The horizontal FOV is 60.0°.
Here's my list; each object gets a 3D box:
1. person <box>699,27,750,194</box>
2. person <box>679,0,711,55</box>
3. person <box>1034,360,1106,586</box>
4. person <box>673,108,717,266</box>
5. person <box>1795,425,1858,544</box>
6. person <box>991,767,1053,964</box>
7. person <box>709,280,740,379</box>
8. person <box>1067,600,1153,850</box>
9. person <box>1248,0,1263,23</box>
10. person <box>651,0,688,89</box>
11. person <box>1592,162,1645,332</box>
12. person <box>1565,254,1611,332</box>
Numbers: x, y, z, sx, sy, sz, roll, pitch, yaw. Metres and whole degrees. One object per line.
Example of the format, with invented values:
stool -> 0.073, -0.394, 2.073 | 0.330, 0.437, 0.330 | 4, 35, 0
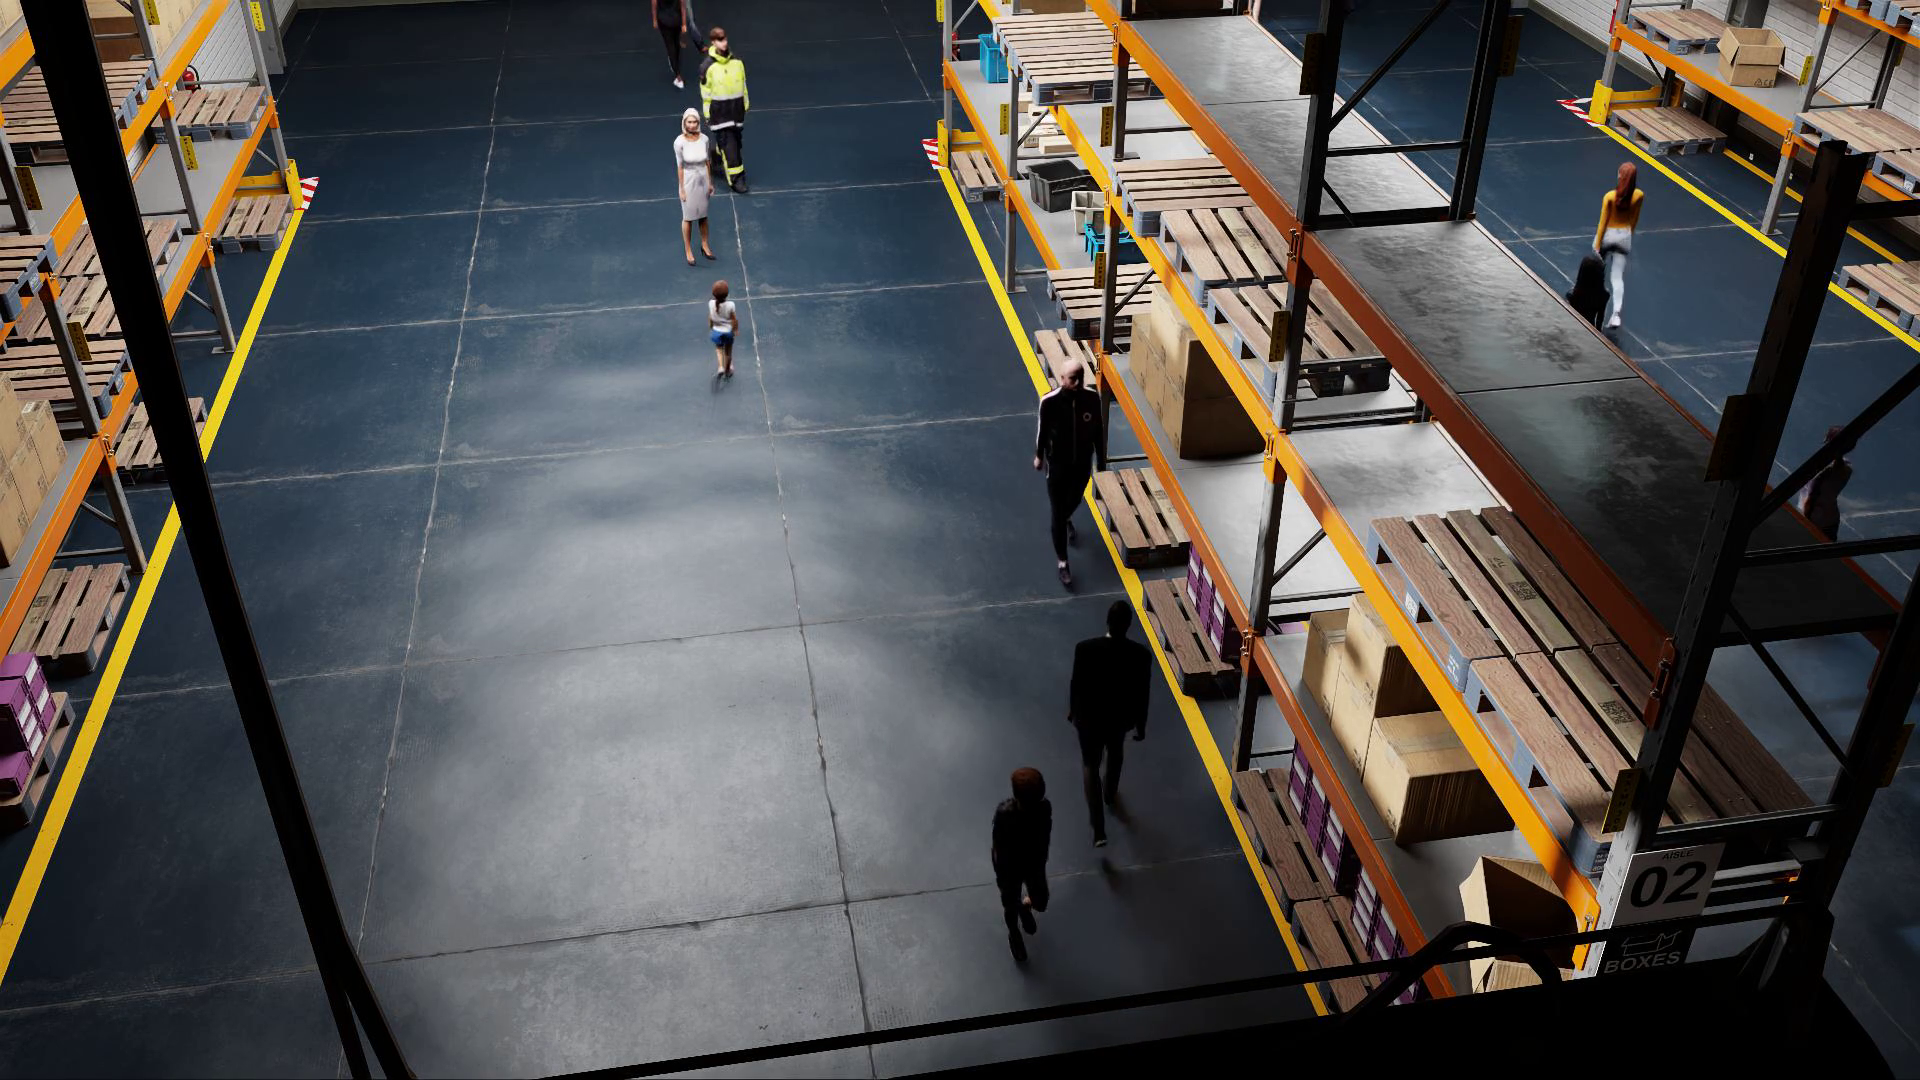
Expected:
person -> -2.870, -5.231, 20.115 | 1.140, 1.960, 1.292 | -26, 42, -34
person -> -4.155, -8.162, 24.667 | 1.244, 1.801, 1.180 | 21, 39, 29
person -> 0.861, -0.665, 13.394 | 0.721, 1.795, 1.136 | -7, 34, -10
person -> -2.930, -3.908, 18.314 | 0.645, 1.750, 0.650 | -22, 40, -30
person -> 6.666, -0.136, 12.846 | 0.727, 1.521, 1.090 | -13, 36, -19
person -> 0.345, 1.872, 9.899 | 0.567, 1.439, 0.632 | -10, 35, -15
person -> -2.318, -2.030, 16.154 | 0.471, 1.013, 0.487 | 3, 34, 5
person -> 0.937, 1.192, 10.621 | 0.761, 1.773, 1.141 | -1, 34, -1
person -> 4.558, -8.617, 25.403 | 0.748, 1.745, 0.638 | -21, 39, -29
person -> -4.045, -7.193, 23.318 | 0.789, 1.681, 1.215 | -13, 36, -19
person -> 6.691, -2.964, 16.926 | 0.785, 1.714, 1.229 | 2, 34, 3
person -> 5.603, -1.779, 15.125 | 0.585, 1.734, 0.523 | -2, 34, -3
